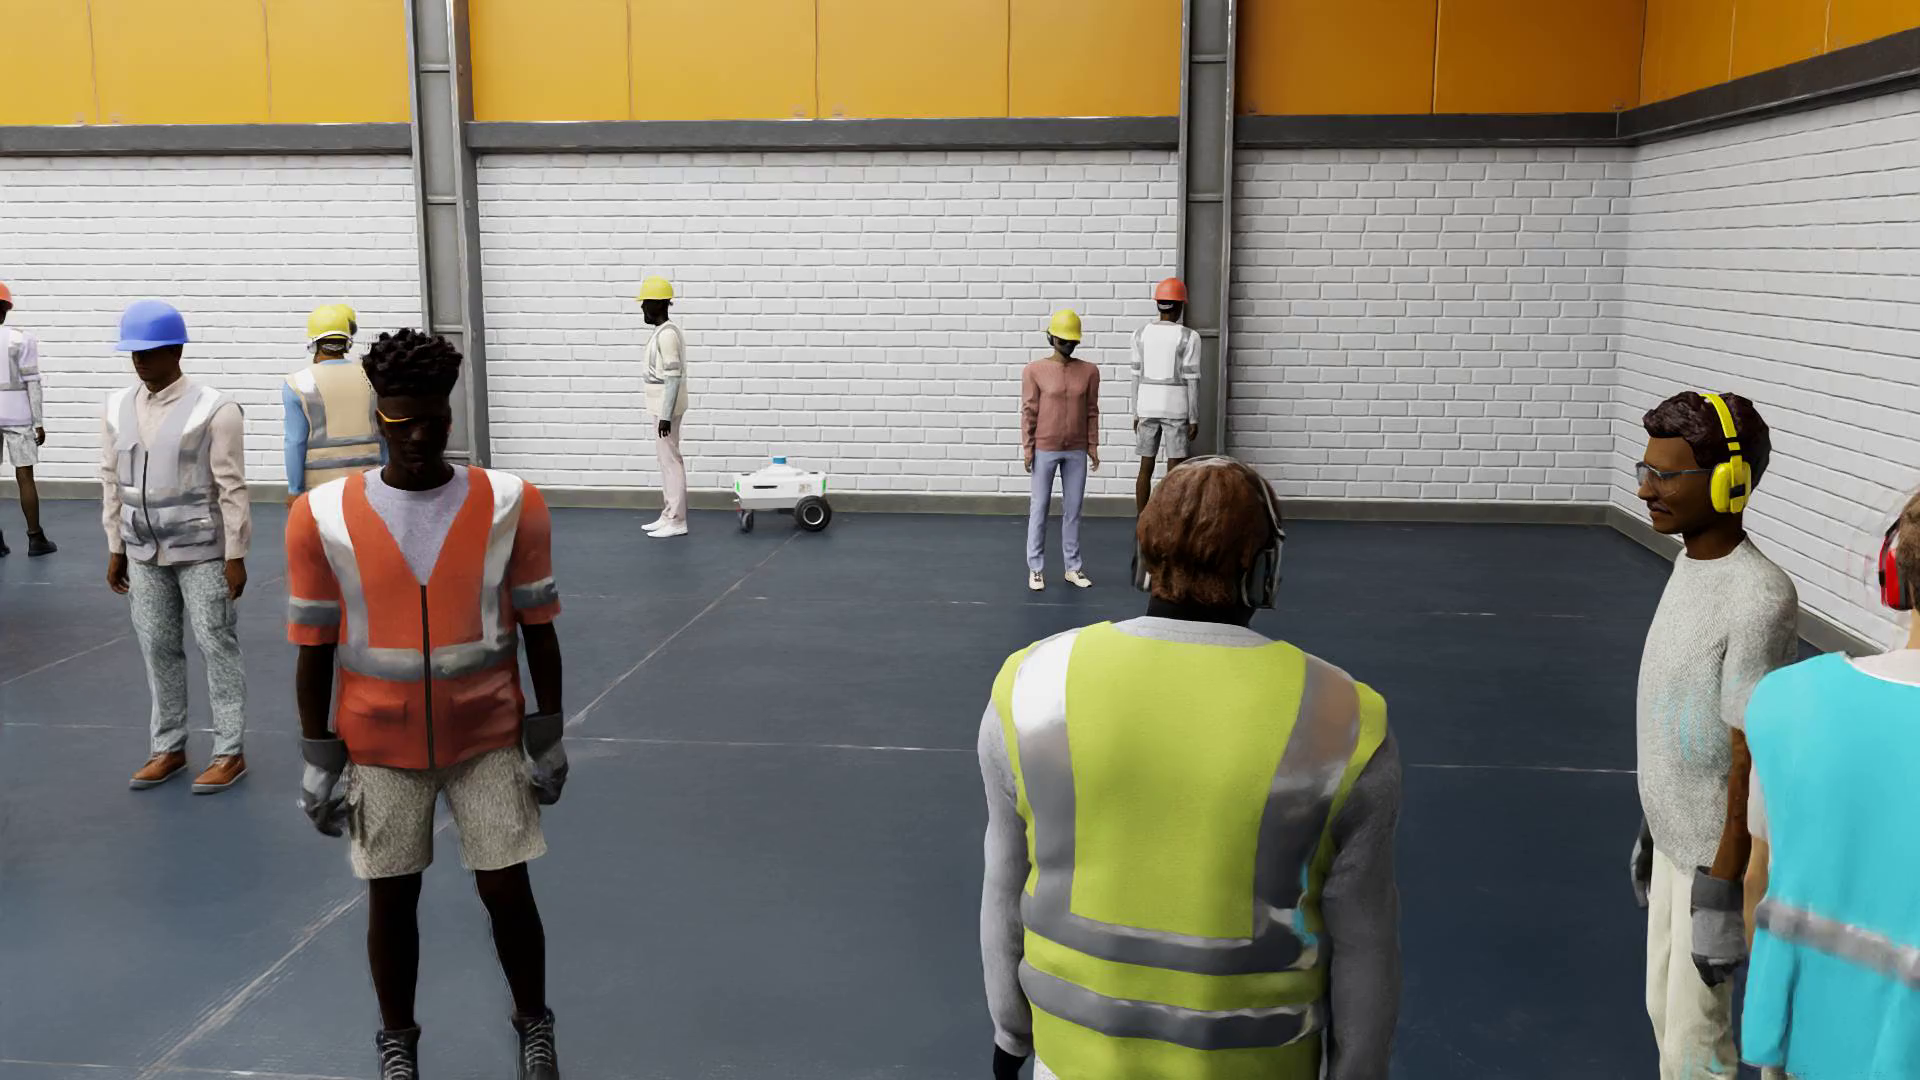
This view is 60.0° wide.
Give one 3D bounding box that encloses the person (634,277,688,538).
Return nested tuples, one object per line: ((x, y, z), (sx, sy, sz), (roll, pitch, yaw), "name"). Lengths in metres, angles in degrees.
((-2.209, -0.983, 12.365), (0.368, 1.927, 0.589), (-3, 10, -16), "person")

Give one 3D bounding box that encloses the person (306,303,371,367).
((-4.540, -0.875, 12.294), (0.528, 1.746, 0.737), (-4, 11, -23), "person")

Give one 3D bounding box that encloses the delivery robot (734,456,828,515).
((-1.373, -0.401, 12.692), (0.707, 0.478, 0.477), (-2, 10, -9), "delivery robot")

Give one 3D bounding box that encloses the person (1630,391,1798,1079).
((1.453, 0.634, 3.328), (0.333, 1.855, 0.510), (2, 10, 9), "person")

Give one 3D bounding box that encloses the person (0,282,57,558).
((-6.624, -0.834, 11.513), (0.547, 1.926, 0.390), (-2, 10, -12), "person")

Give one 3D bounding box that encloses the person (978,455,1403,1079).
((0.343, 0.782, 2.550), (0.640, 1.830, 0.429), (3, 10, 16), "person")

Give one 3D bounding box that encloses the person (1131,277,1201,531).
((1.503, -0.937, 12.119), (0.539, 1.929, 0.386), (5, 11, 27), "person")

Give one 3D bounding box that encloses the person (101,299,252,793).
((-3.078, 0.033, 6.535), (0.615, 1.939, 0.418), (2, 10, 12), "person")

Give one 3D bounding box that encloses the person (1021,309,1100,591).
((0.636, -0.564, 10.440), (0.522, 1.764, 0.318), (-3, 10, -17), "person")

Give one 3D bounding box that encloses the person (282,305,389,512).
((-3.341, -0.338, 8.938), (0.588, 1.834, 0.403), (-10, 14, -44), "person")

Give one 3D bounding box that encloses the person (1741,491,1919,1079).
((1.440, 0.799, 2.490), (0.930, 1.806, 0.600), (-6, 12, -32), "person")

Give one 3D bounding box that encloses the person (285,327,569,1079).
((-1.257, 0.472, 3.980), (0.620, 1.955, 0.391), (-3, 10, -16), "person")
